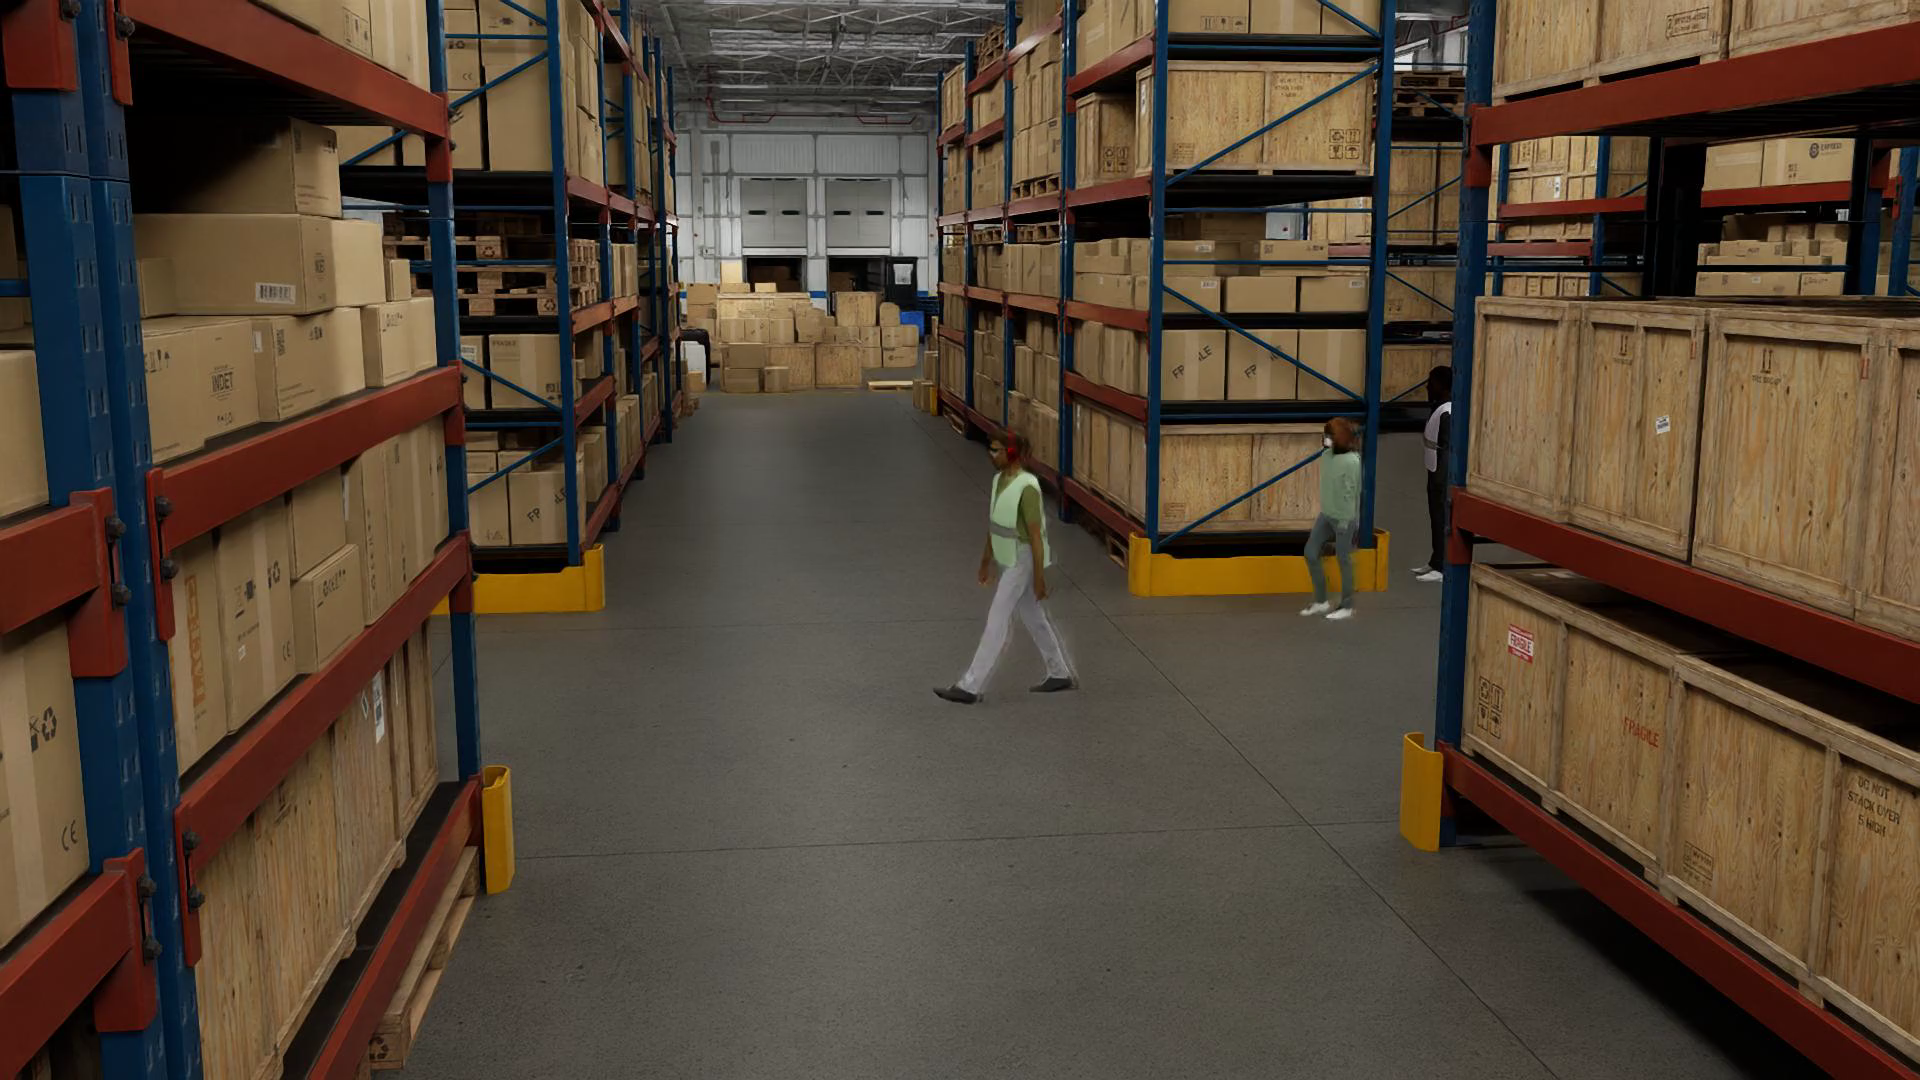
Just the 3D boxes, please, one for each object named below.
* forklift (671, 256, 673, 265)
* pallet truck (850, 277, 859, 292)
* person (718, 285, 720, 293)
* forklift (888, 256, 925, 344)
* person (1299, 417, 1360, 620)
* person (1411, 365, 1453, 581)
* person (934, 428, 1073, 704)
[{"bbox_3d":[-10.987,-9.066,61.344,1.129,2.768,1.873,-1,10,-7],"label":"forklift"},{"bbox_3d":[-3.782,-9.391,65.808,1.885,1.965,0.823,2,10,10],"label":"pallet truck"},{"bbox_3d":[-10.059,-9.956,70.245,0.849,1.592,0.527,-2,10,-14],"label":"person"},{"bbox_3d":[-1.828,-7.711,53.455,1.129,2.768,1.873,-2,10,-13],"label":"forklift"},{"bbox_3d":[2.916,-0.158,13.117,0.545,1.614,0.513,-4,11,-22],"label":"person"},{"bbox_3d":[4.273,-0.589,14.789,0.391,1.920,0.593,2,10,9],"label":"person"},{"bbox_3d":[0.319,0.162,10.796,1.001,1.790,0.599,-3,10,-17],"label":"person"}]
